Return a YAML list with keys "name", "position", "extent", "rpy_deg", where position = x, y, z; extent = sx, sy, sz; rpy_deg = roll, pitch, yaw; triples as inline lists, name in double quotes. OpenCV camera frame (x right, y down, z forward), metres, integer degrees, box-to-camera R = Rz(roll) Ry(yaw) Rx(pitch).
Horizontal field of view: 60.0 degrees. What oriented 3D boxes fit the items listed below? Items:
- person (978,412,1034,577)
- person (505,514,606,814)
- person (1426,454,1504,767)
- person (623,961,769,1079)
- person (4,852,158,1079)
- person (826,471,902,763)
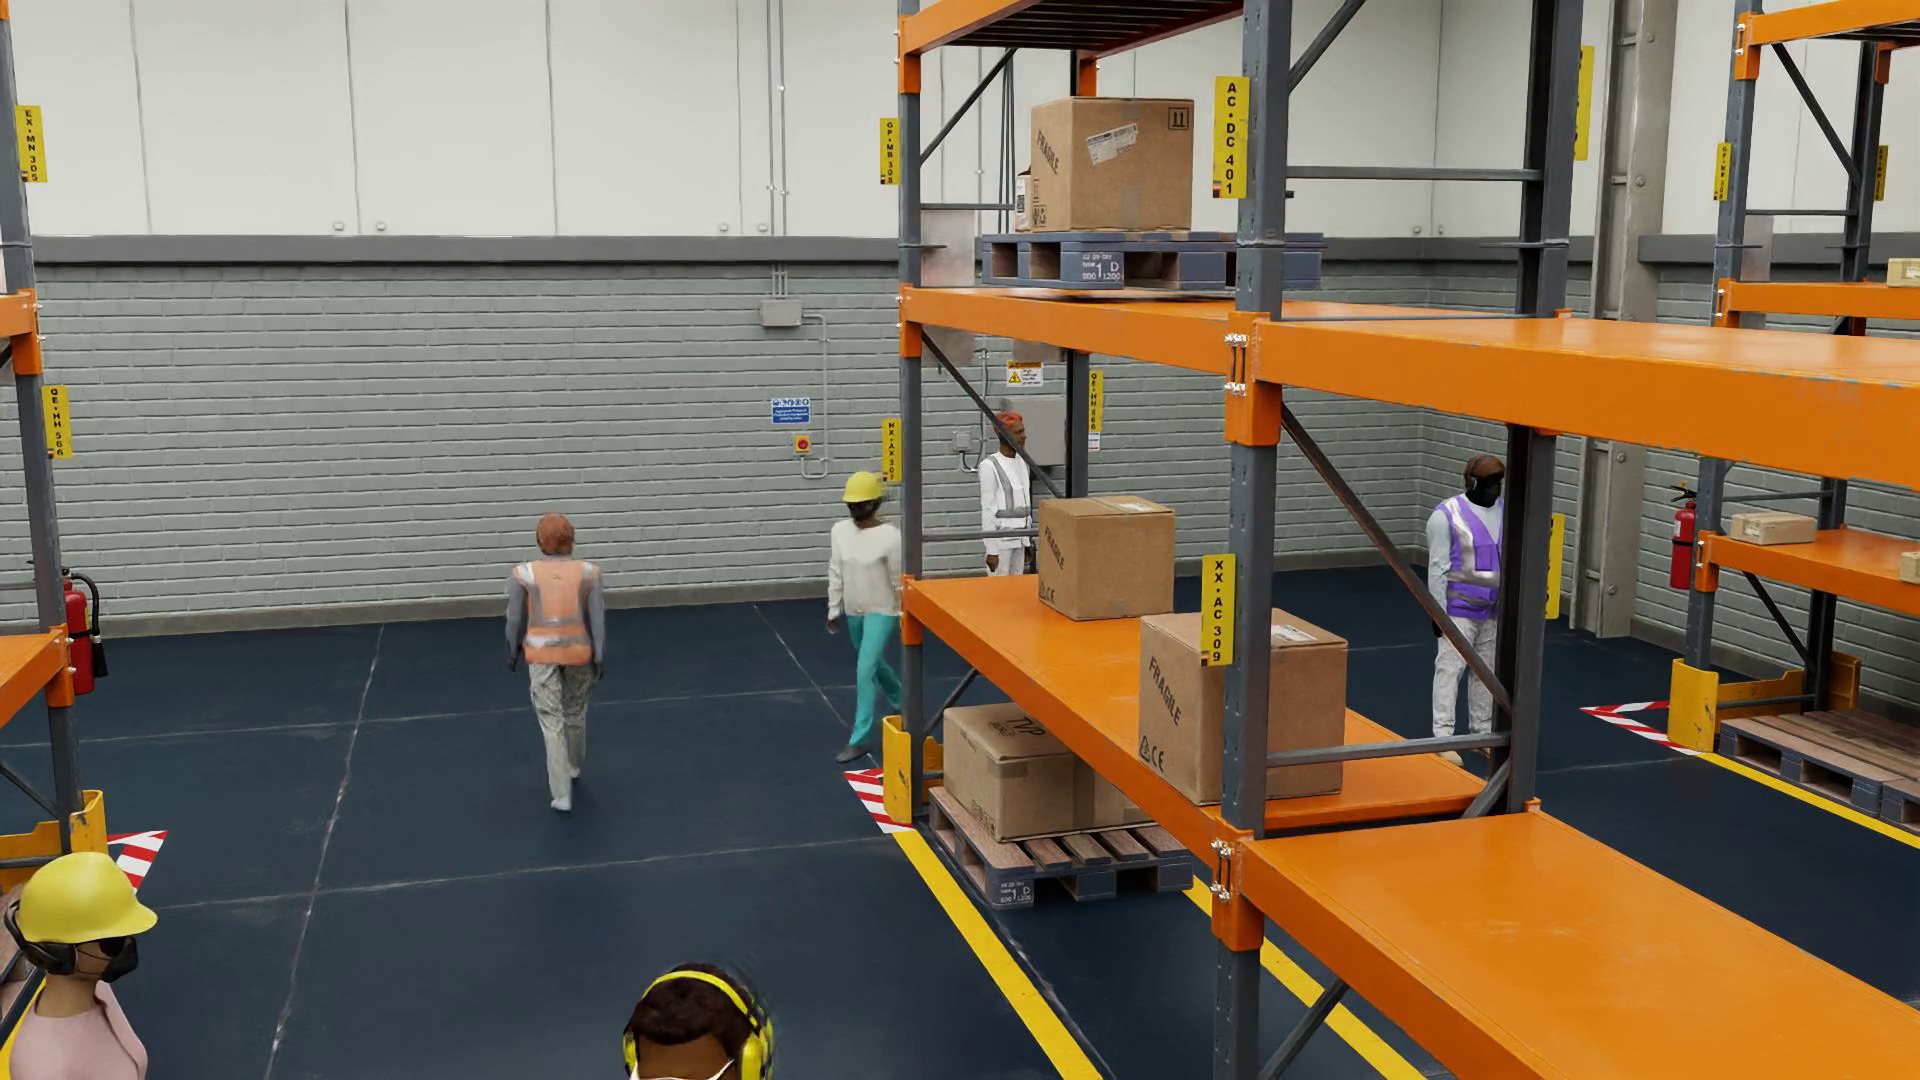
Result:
- name: "person"
  position: [0.343, 0.027, 11.867]
  extent: [0.355, 1.884, 0.575]
  rpy_deg: [6, 11, 29]
- name: "person"
  position: [-2.218, 0.653, 9.143]
  extent: [0.520, 1.588, 0.853]
  rpy_deg: [-4, 11, -23]
- name: "person"
  position: [3.045, 0.409, 9.807]
  extent: [0.627, 1.844, 0.429]
  rpy_deg: [-4, 11, -20]
- name: "person"
  position: [-0.415, 1.601, 2.982]
  extent: [0.508, 1.859, 0.558]
  rpy_deg: [1, 10, 7]
- name: "person"
  position: [-1.874, 1.530, 3.639]
  extent: [0.328, 1.767, 0.532]
  rpy_deg: [-3, 11, -19]
- name: "person"
  position: [-0.502, 0.413, 10.102]
  extent: [0.512, 1.728, 0.875]
  rpy_deg: [7, 12, 35]
